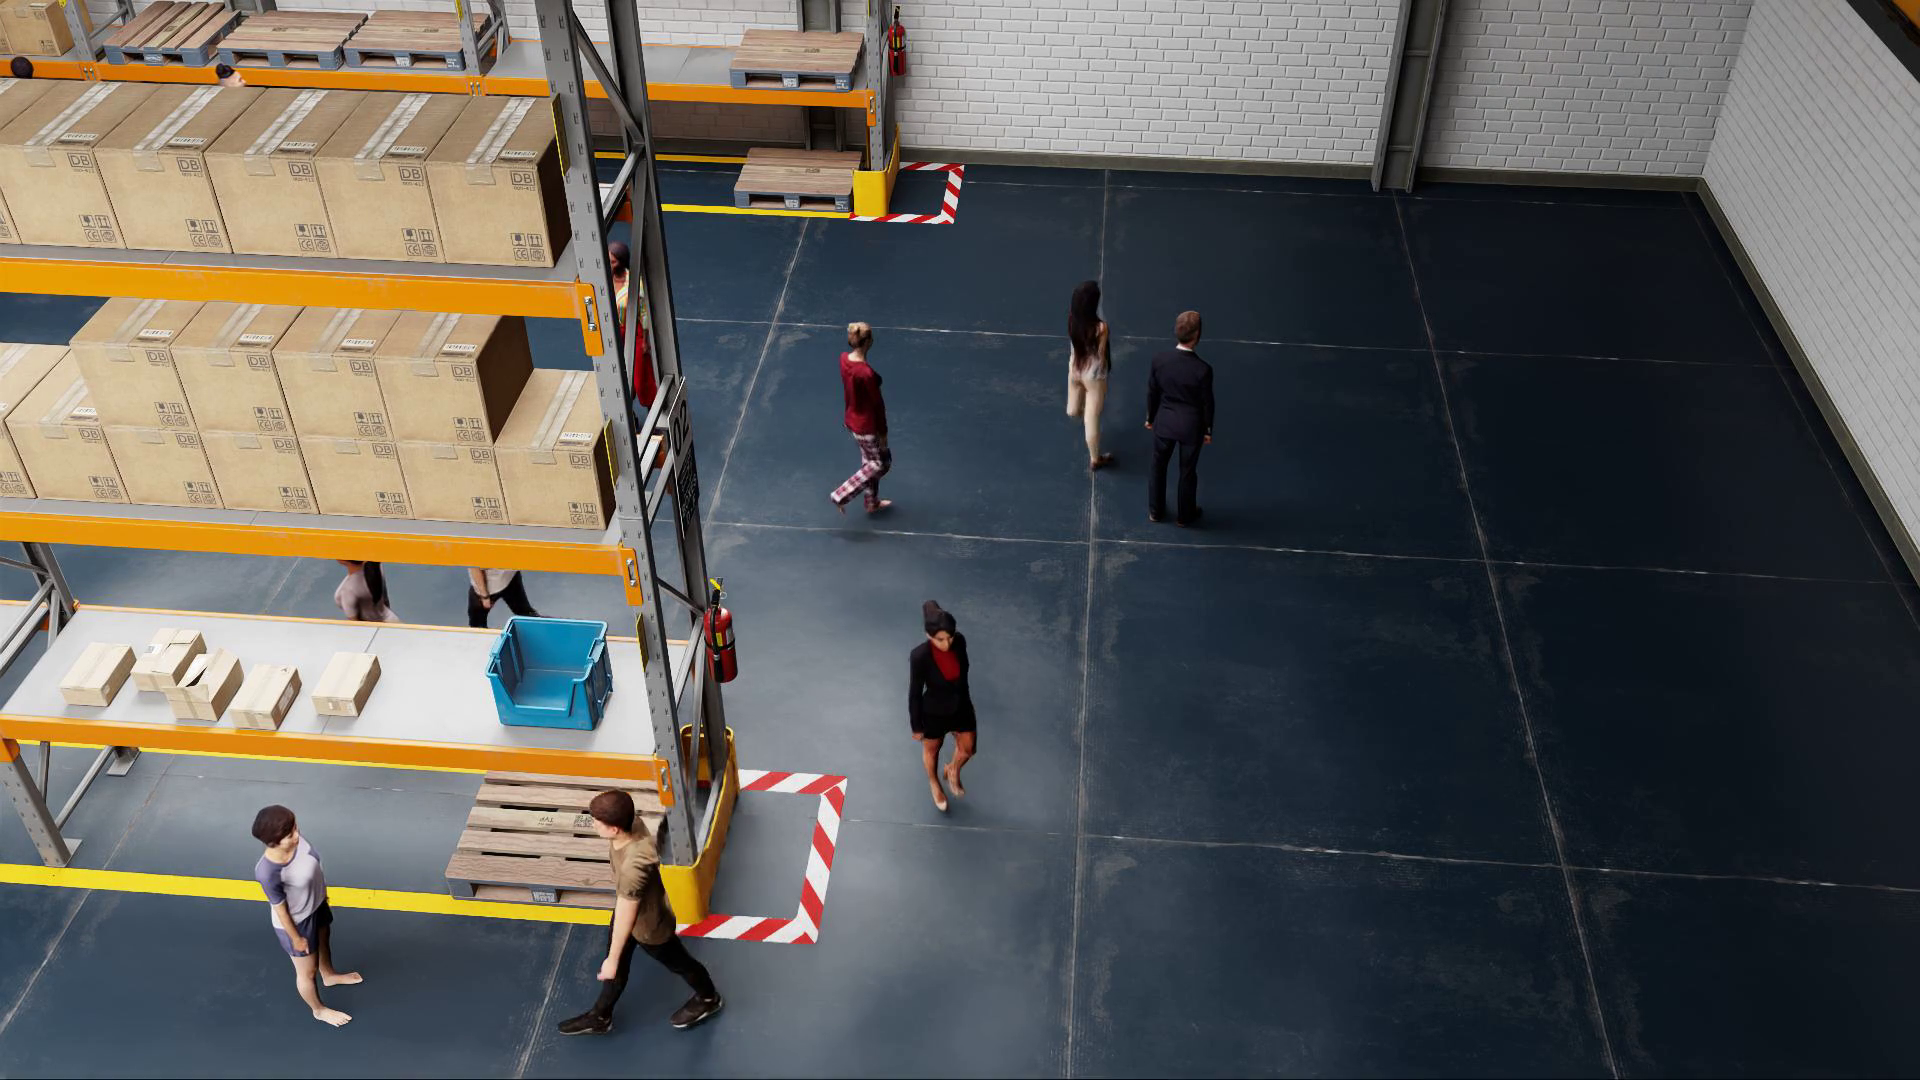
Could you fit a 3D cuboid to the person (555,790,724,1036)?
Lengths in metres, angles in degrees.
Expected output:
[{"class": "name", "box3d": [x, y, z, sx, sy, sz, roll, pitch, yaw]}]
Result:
[{"class": "person", "box3d": [-1.581, 1.997, 8.879, 1.259, 1.808, 1.062, -17, 42, -21]}]

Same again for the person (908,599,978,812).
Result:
[{"class": "person", "box3d": [-0.144, 1.019, 10.244, 0.710, 1.633, 0.788, -20, 43, -23]}]

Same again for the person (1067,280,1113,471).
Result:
[{"class": "person", "box3d": [1.101, -1.361, 13.214, 0.817, 1.646, 0.845, -4, 39, -5]}]

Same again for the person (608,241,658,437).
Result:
[{"class": "person", "box3d": [-2.672, -1.603, 13.398, 0.527, 1.793, 0.692, 10, 40, 13]}]

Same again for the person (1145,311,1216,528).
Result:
[{"class": "person", "box3d": [1.645, -0.900, 12.502, 0.659, 1.813, 0.822, 16, 41, 19]}]

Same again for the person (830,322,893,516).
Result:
[{"class": "person", "box3d": [-0.781, -0.857, 12.548, 0.920, 1.689, 0.849, -22, 43, -25]}]

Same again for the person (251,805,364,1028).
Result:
[{"class": "person", "box3d": [-3.590, 2.011, 9.054, 0.535, 1.568, 0.571, 0, 39, 1]}]
